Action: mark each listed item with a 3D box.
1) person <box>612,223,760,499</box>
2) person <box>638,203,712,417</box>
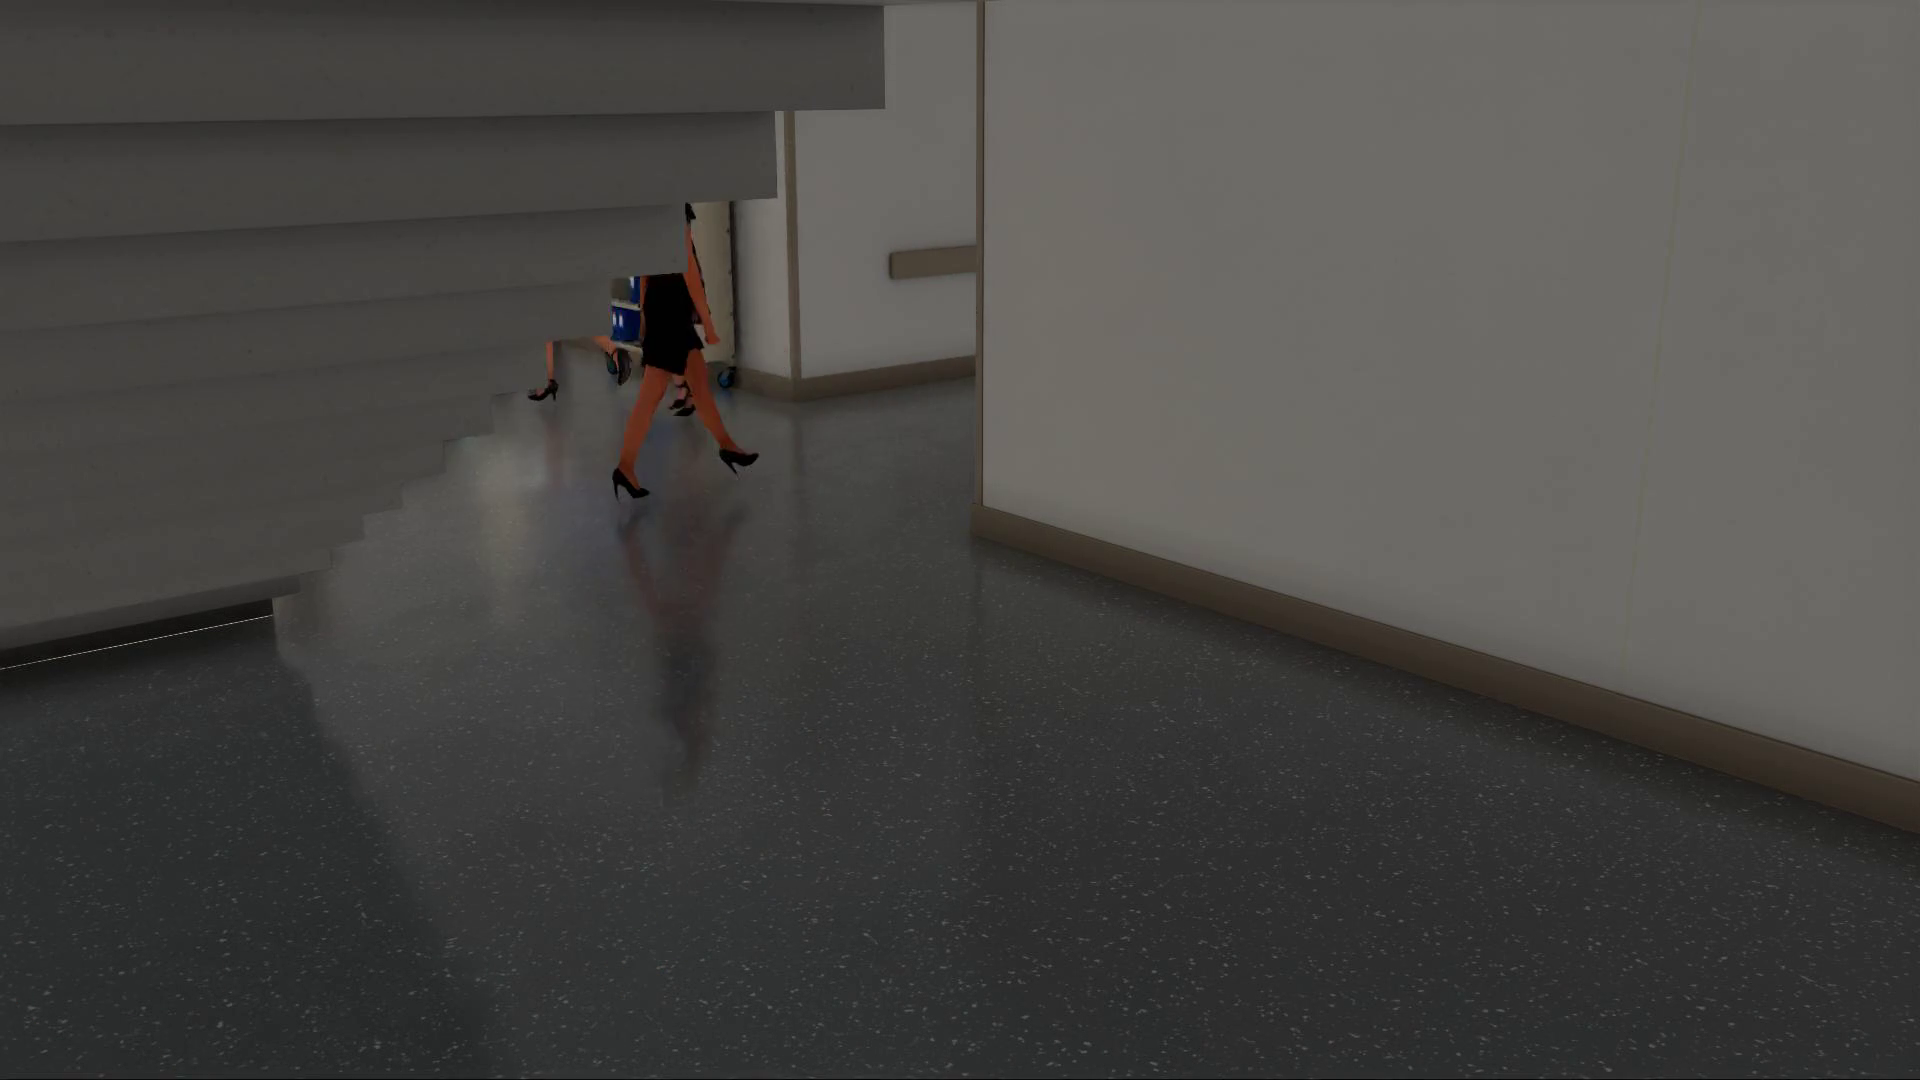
[{"bbox_3d":[-1.632,-1.072,8.883,0.670,1.784,1.082,-12,20,-36],"label":"person"},{"bbox_3d":[-1.806,-1.693,11.152,0.884,1.748,0.817,-2,16,-7],"label":"person"}]
